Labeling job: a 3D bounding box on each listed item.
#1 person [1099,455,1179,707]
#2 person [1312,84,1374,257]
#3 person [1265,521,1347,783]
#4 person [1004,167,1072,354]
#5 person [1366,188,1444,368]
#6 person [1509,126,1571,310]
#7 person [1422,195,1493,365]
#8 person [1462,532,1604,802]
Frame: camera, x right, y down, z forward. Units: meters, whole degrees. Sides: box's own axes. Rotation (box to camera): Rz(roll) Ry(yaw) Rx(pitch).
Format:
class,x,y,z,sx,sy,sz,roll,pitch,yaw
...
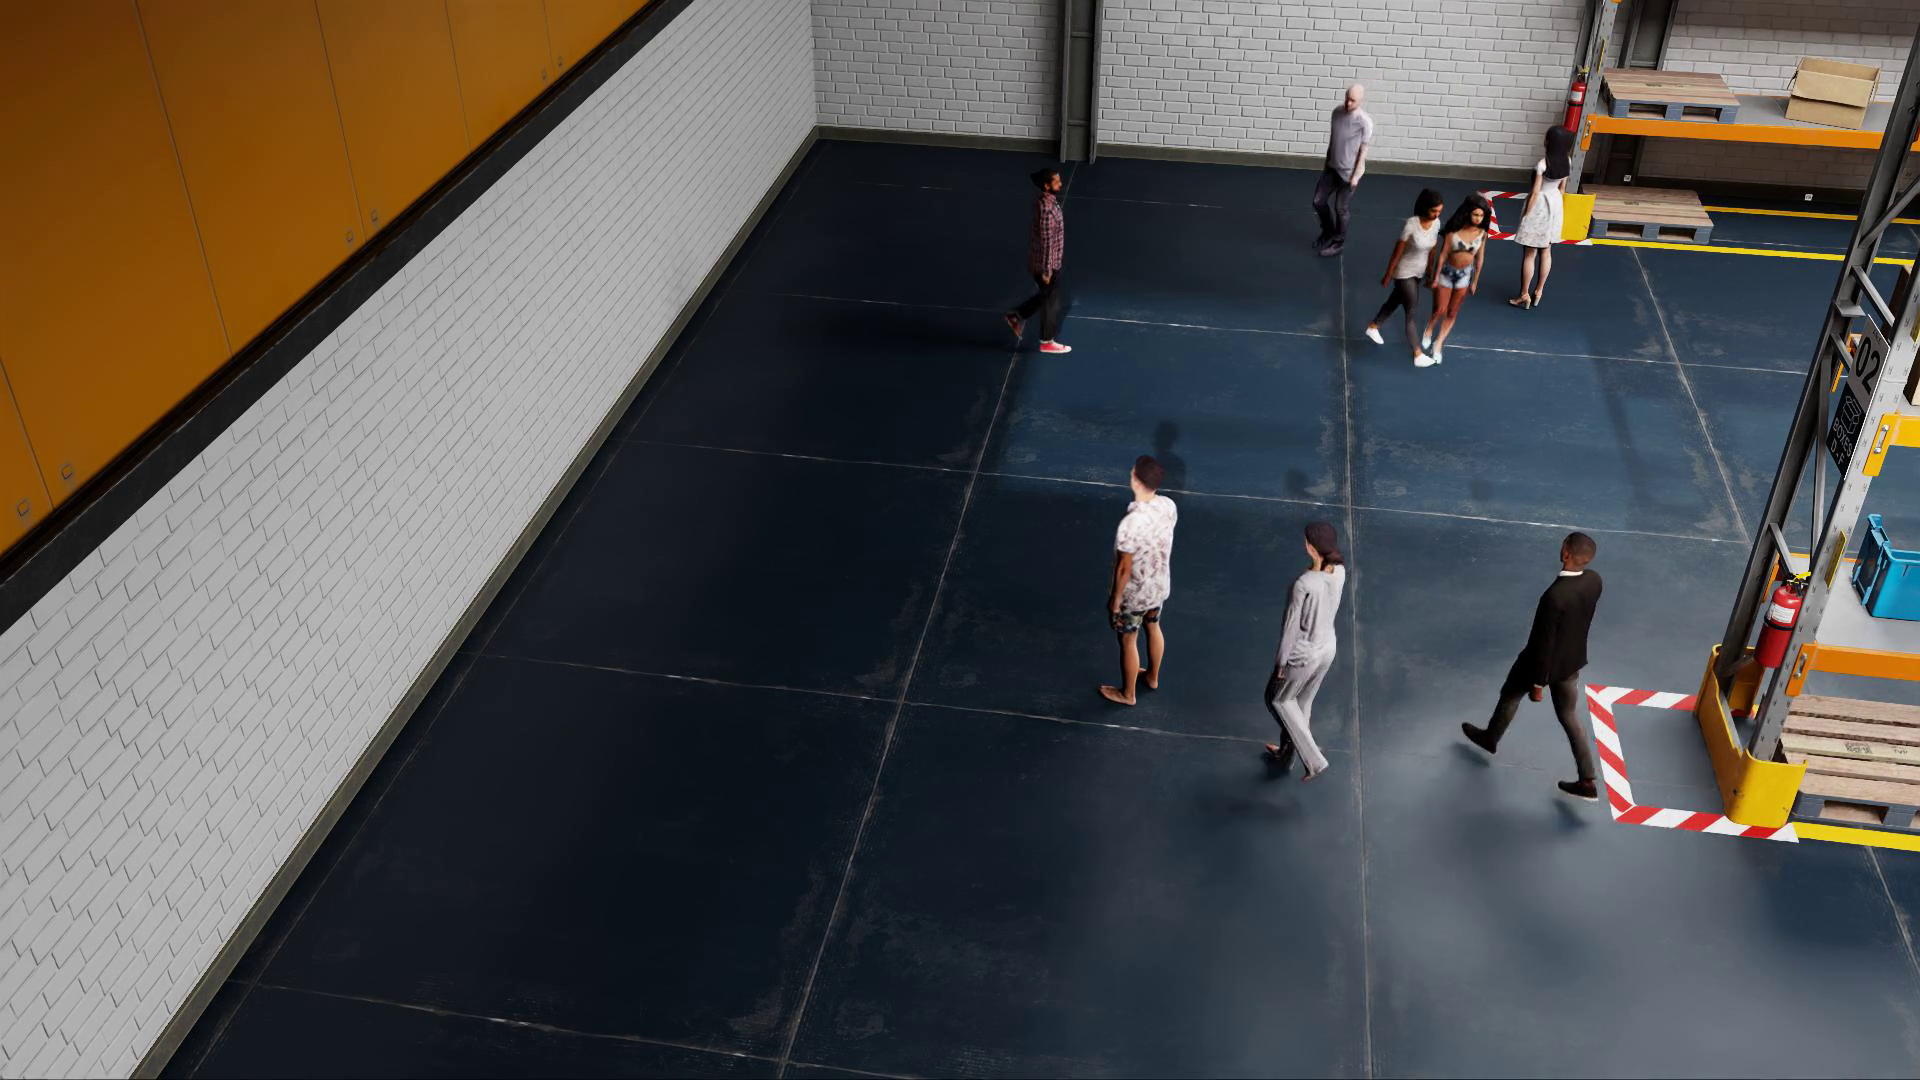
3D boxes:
class,x,y,z,sx,sy,sz,roll,pitch,yaw
person,1.170,0.266,10.707,0.750,1.816,0.774,-28,42,-35
person,3.925,-3.724,16.714,0.888,1.811,0.831,-18,37,-24
person,2.161,0.732,10.063,0.866,1.754,0.922,-22,39,-29
person,0.702,-2.499,14.931,0.897,1.745,0.759,1,34,2
person,3.967,-2.396,14.929,1.128,1.576,1.168,-18,38,-25
person,5.496,-3.047,15.730,0.750,1.774,0.832,-14,36,-20
person,4.388,-2.345,14.833,0.634,1.598,0.712,1,34,2
person,3.636,0.798,9.967,1.202,1.751,1.231,-19,38,-27
